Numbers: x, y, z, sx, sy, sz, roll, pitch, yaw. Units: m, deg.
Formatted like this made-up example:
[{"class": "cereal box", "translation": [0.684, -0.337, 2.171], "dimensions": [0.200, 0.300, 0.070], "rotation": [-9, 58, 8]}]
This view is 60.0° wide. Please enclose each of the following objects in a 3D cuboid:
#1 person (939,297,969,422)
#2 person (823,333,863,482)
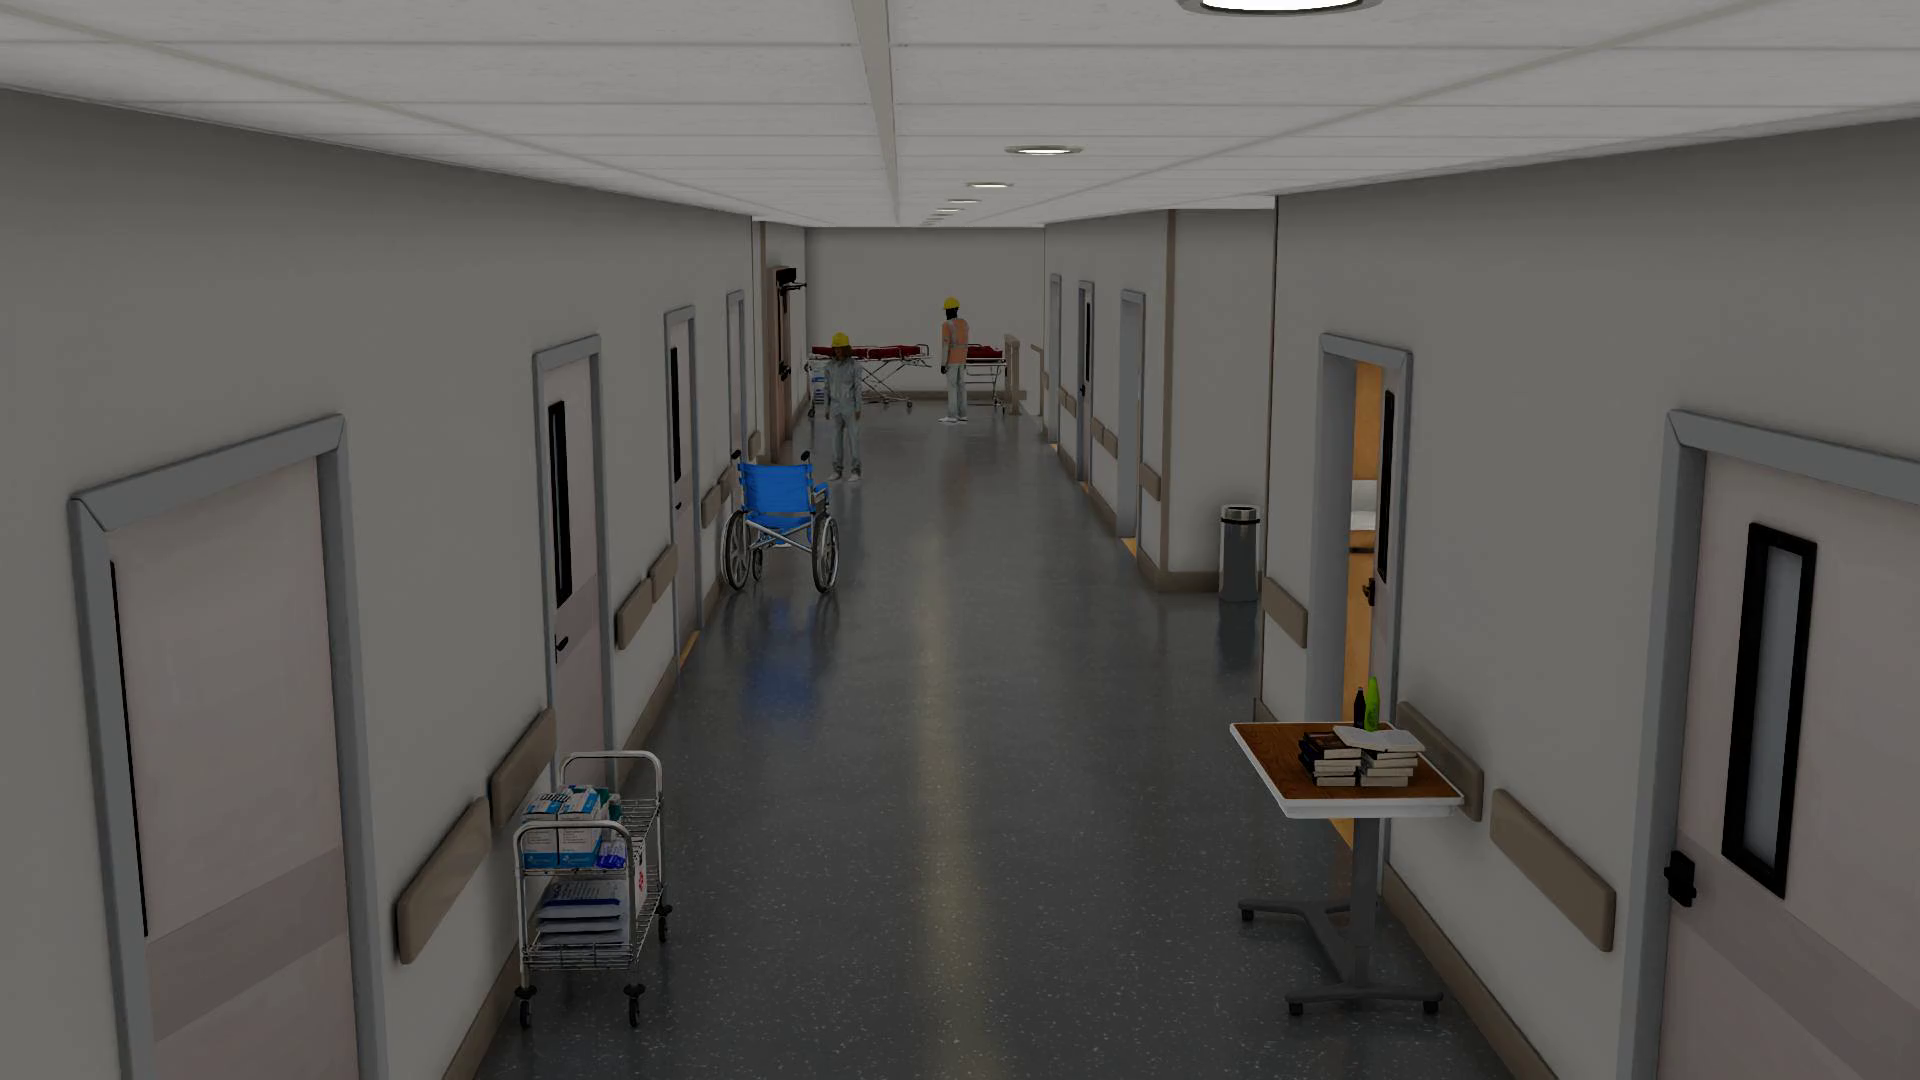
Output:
[{"class": "person", "translation": [-0.102, -2.775, 25.665], "dimensions": [0.398, 1.920, 0.586], "rotation": [8, 13, 36]}, {"class": "person", "translation": [-1.355, -1.528, 19.235], "dimensions": [0.486, 1.734, 0.350], "rotation": [4, 11, 19]}]
